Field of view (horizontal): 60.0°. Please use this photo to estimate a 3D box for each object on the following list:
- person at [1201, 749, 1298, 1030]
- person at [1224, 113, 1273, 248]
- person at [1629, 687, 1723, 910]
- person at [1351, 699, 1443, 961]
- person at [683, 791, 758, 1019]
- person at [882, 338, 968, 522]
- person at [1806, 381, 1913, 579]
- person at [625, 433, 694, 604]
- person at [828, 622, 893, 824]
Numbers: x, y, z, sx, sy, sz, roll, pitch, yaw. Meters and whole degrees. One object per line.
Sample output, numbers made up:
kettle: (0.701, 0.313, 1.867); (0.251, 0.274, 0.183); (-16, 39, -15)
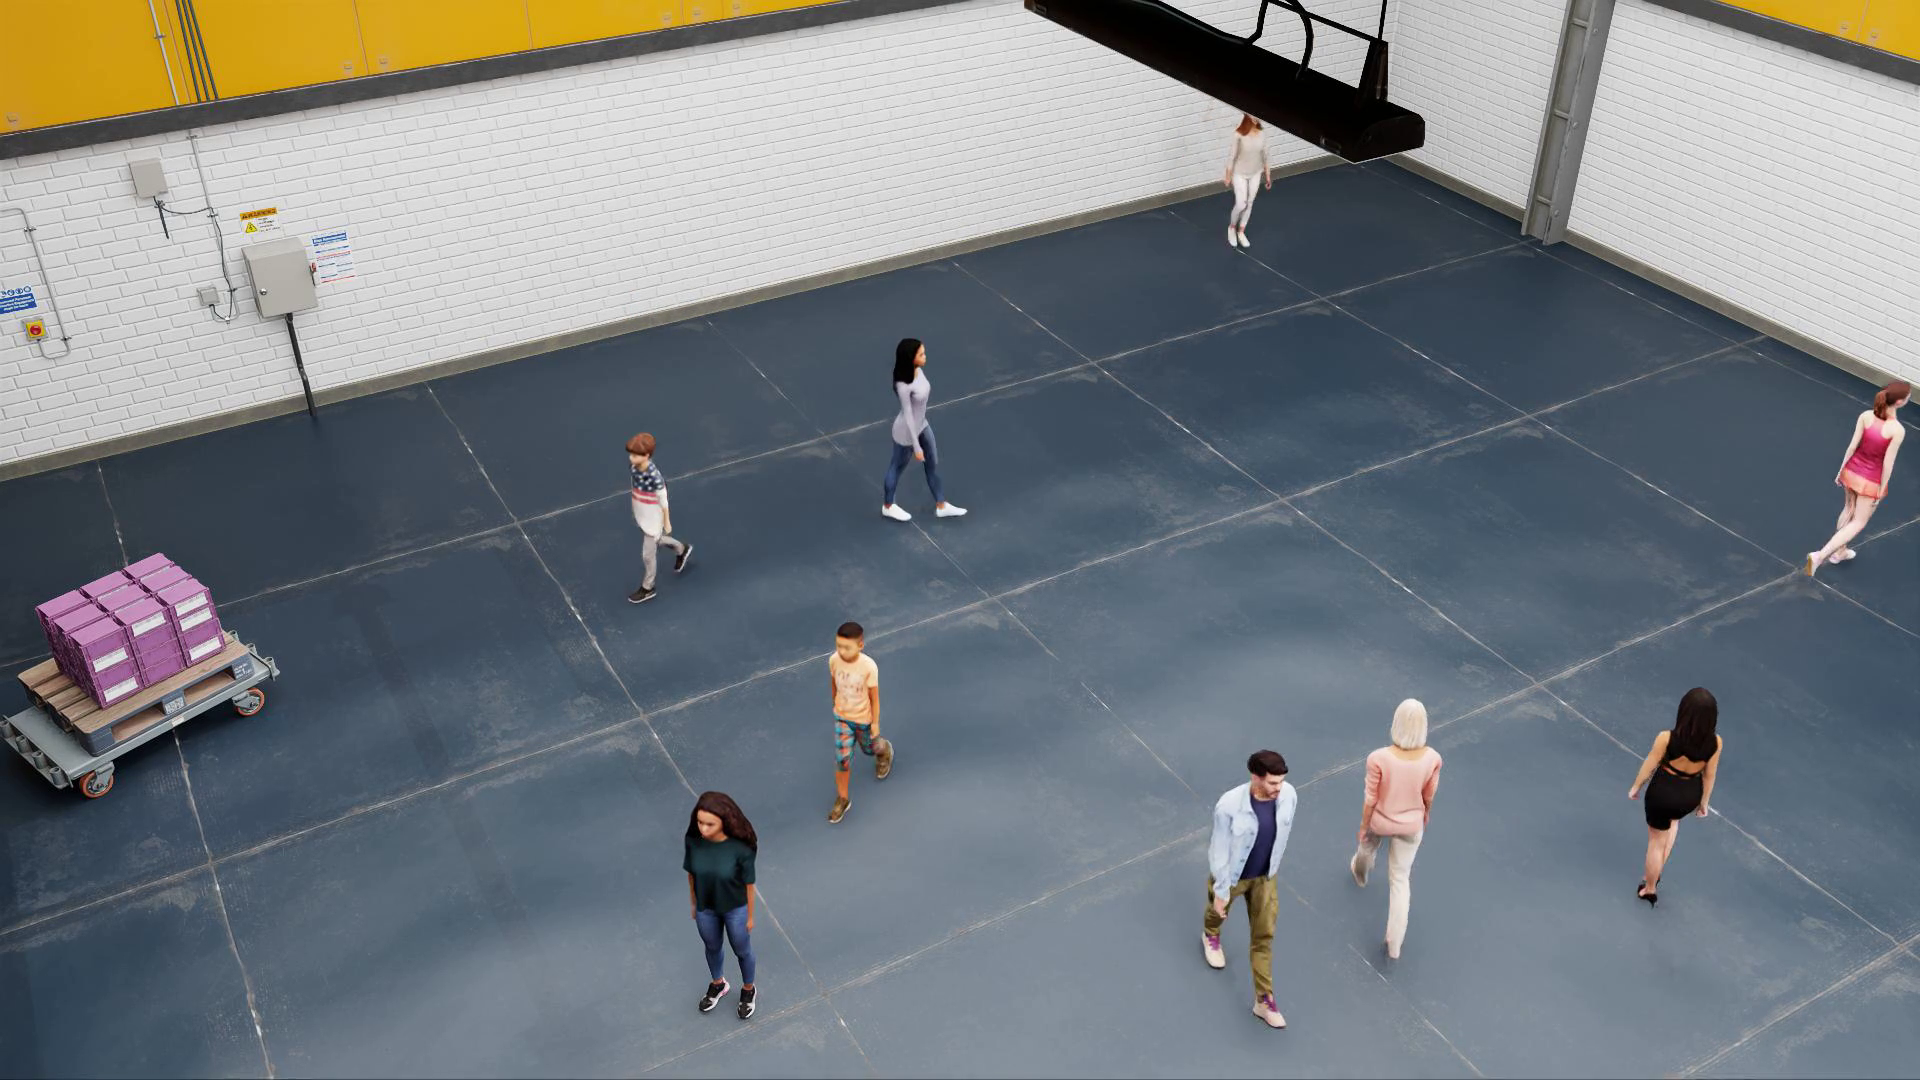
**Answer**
person: (1.612, 1.875, 9.680); (0.919, 1.767, 1.230); (-6, 34, -10)
person: (3.201, -4.165, 18.833); (0.663, 1.693, 0.653); (-12, 35, -17)
person: (4.368, 1.643, 10.145); (0.696, 1.638, 0.733); (2, 34, 4)
person: (2.619, 1.743, 9.958); (1.005, 1.680, 1.225); (0, 34, 1)
person: (-1.354, 2.073, 9.518); (0.715, 1.617, 0.774); (8, 34, 12)
person: (-0.514, -0.893, 13.898); (1.063, 1.708, 0.983); (11, 35, 16)
person: (7.130, -0.453, 13.216); (0.597, 1.730, 0.949); (-18, 38, -25)
person: (-2.401, -0.229, 13.160); (0.931, 1.419, 0.760); (28, 43, 35)
person: (-0.658, 1.135, 11.090); (0.941, 1.440, 0.985); (9, 35, 13)
